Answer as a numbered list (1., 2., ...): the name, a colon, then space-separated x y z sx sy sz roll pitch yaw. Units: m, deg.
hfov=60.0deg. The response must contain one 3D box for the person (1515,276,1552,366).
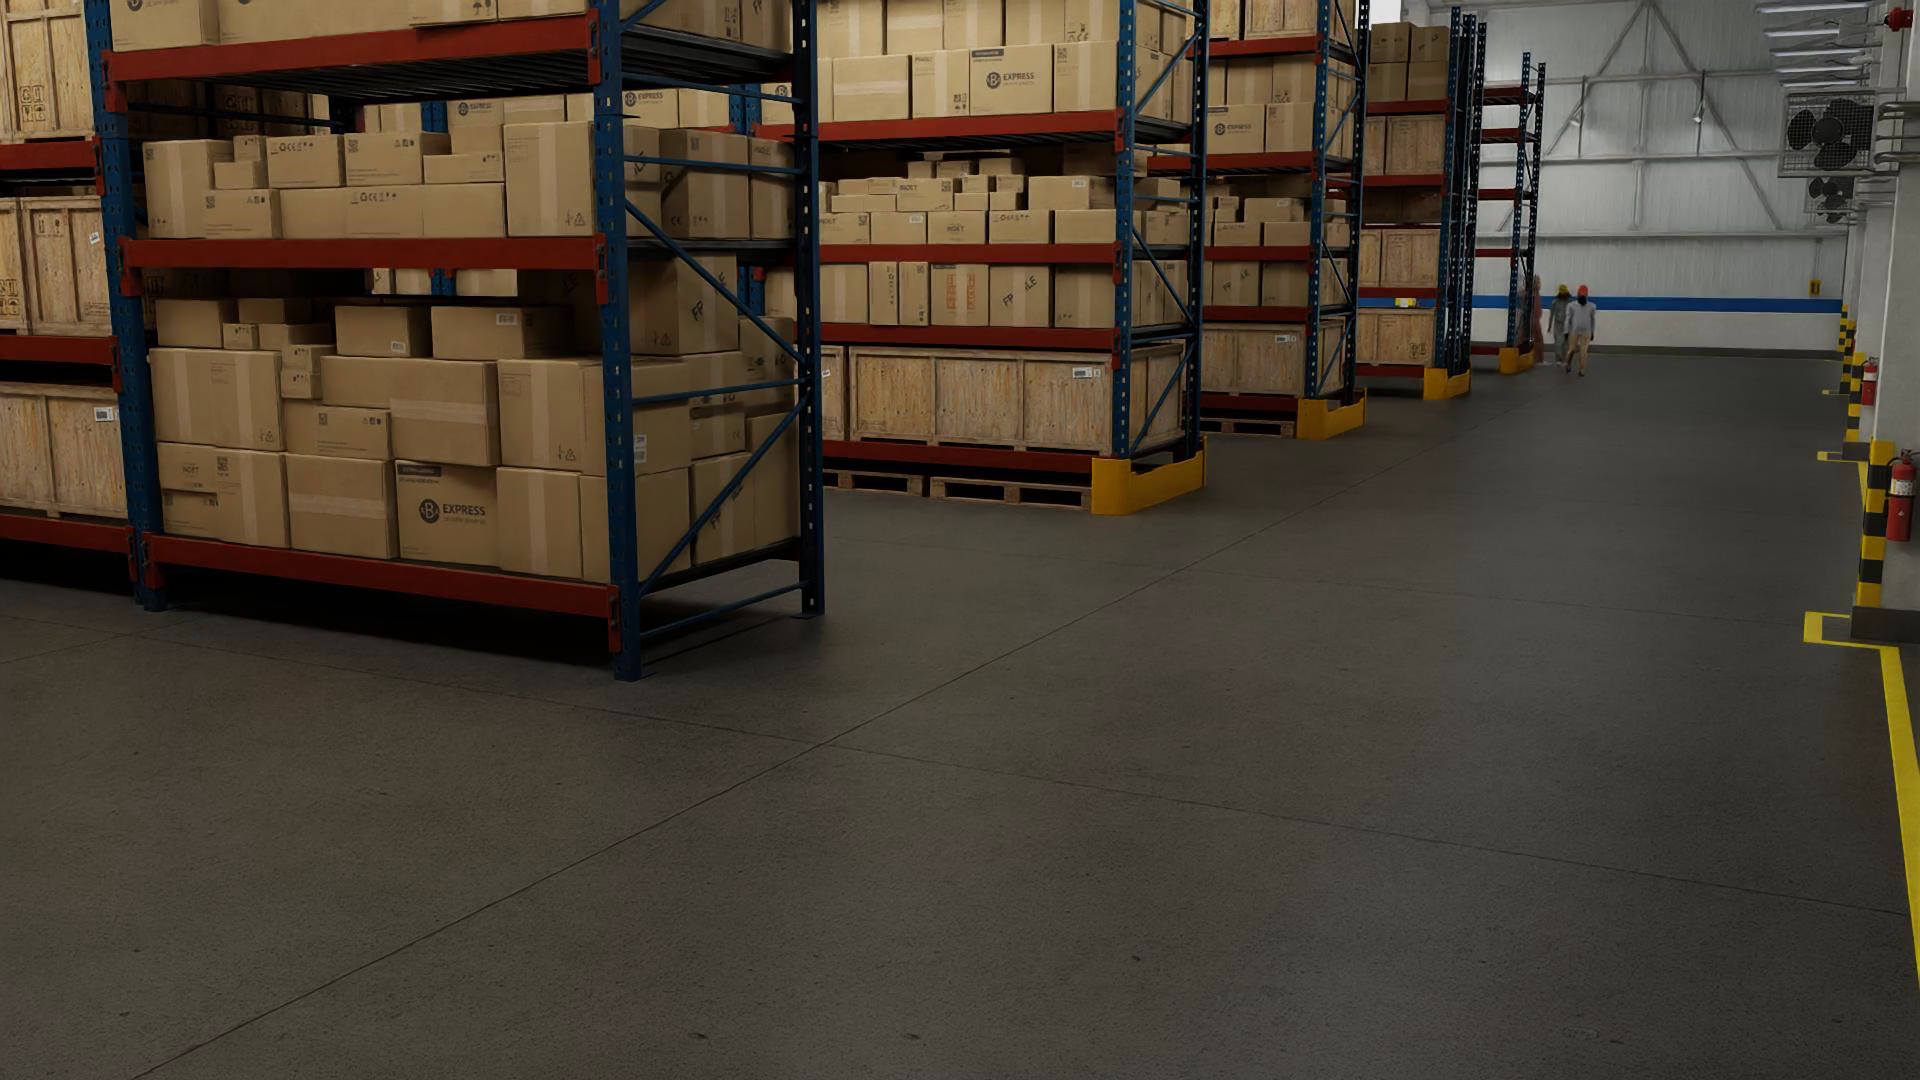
1. person: 11.820 -4.560 34.601 0.953 1.867 0.643 8 12 37

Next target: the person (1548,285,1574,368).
1. person: 12.266 -4.334 33.791 0.557 1.676 0.927 2 10 14

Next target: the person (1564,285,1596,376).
1. person: 11.778 -3.980 31.604 0.570 1.737 0.536 1 10 8
